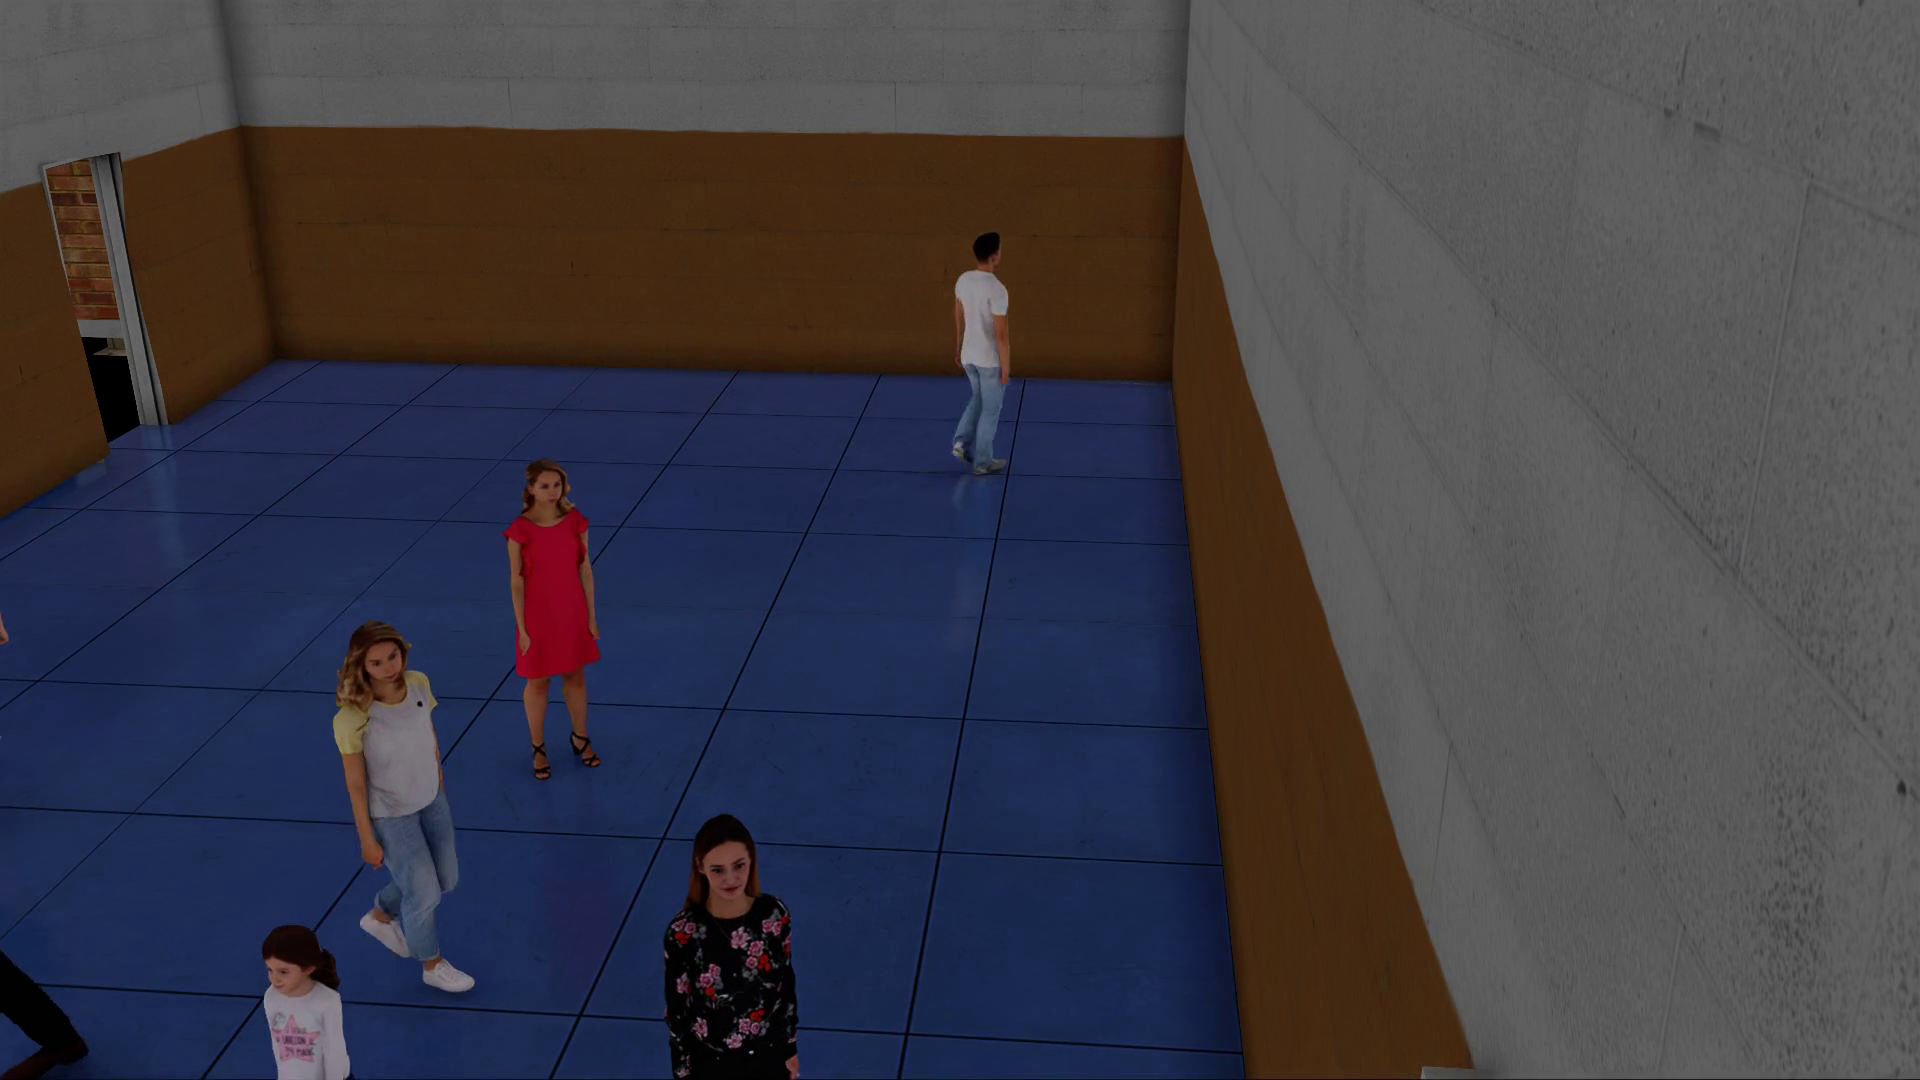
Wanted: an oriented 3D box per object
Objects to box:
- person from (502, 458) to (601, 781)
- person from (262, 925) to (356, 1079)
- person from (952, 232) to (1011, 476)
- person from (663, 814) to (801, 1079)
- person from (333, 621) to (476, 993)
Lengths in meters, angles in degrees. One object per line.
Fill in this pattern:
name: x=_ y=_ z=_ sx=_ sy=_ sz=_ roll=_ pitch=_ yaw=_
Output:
person: x=-2.030 y=0.388 z=8.272 sx=0.650 sy=1.716 sz=0.731 roll=-12 pitch=25 yaw=-28
person: x=-2.162 y=1.776 z=5.663 sx=0.715 sy=1.087 sz=0.507 roll=3 pitch=22 yaw=7
person: x=0.114 y=-1.360 z=12.446 sx=0.897 sy=1.849 sz=0.838 roll=-17 pitch=28 yaw=-36
person: x=-0.713 y=1.642 z=5.263 sx=0.592 sy=1.634 sz=0.704 roll=-9 pitch=24 yaw=-22
person: x=-2.280 y=1.075 z=6.566 sx=0.875 sy=1.698 sz=0.784 roll=9 pitch=24 yaw=21
